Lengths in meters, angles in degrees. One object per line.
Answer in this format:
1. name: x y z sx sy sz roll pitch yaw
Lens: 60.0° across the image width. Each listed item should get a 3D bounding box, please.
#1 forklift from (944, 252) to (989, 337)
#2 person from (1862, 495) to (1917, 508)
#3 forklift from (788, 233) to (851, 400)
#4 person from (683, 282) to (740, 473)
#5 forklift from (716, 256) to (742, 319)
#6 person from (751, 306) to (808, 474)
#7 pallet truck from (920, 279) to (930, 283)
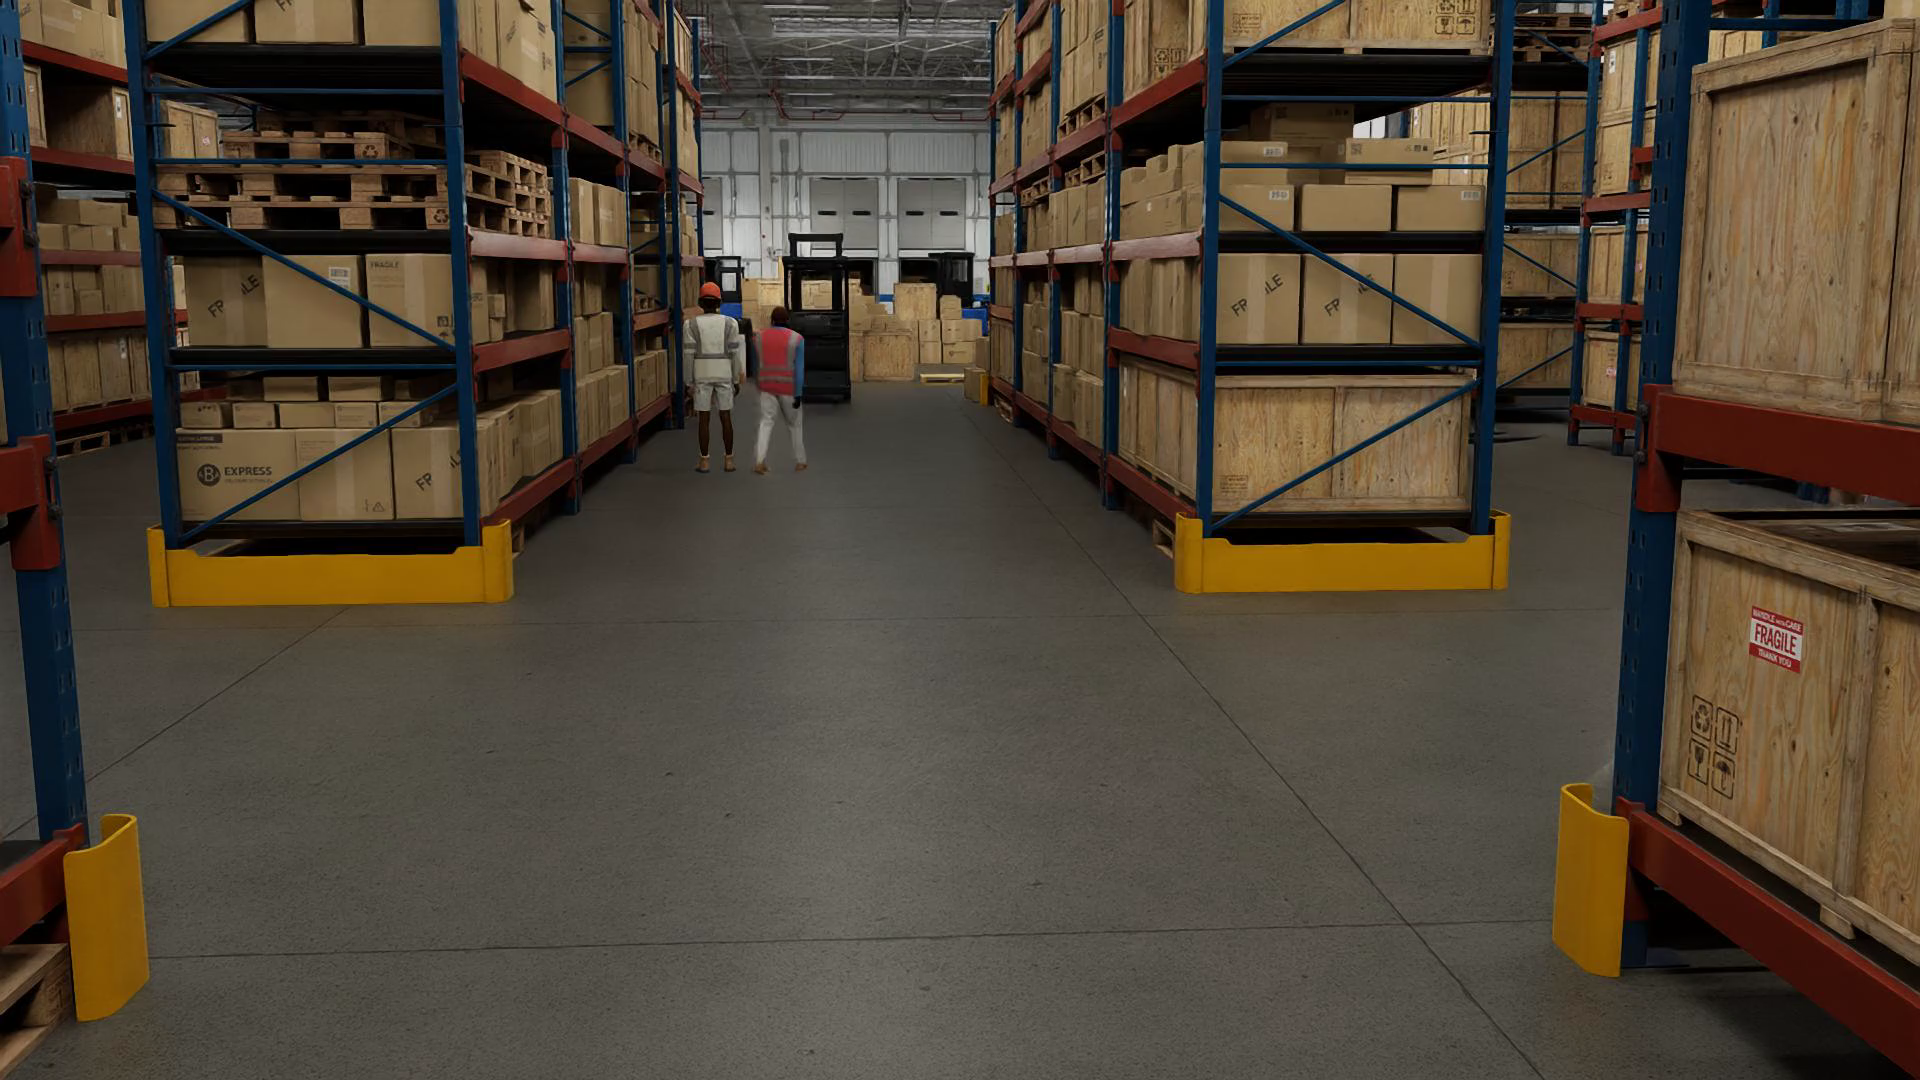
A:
1. forklift: -0.009 -7.506 51.459 1.129 2.768 1.873 -5 10 -30
2. person: 3.454 0.345 6.156 0.703 1.603 0.521 4 10 24
3. forklift: -2.438 -3.832 28.391 1.129 2.768 1.873 -1 9 -4
4. person: -2.663 -1.736 17.849 0.605 2.045 0.377 -2 9 -14
5. forklift: -8.543 -9.115 61.562 1.129 2.768 1.873 -1 9 -4
6. person: -1.936 -1.607 17.820 0.624 1.805 0.838 2 9 10
7. pallet truck: -0.932 -8.922 63.114 1.885 1.965 0.823 2 9 13
